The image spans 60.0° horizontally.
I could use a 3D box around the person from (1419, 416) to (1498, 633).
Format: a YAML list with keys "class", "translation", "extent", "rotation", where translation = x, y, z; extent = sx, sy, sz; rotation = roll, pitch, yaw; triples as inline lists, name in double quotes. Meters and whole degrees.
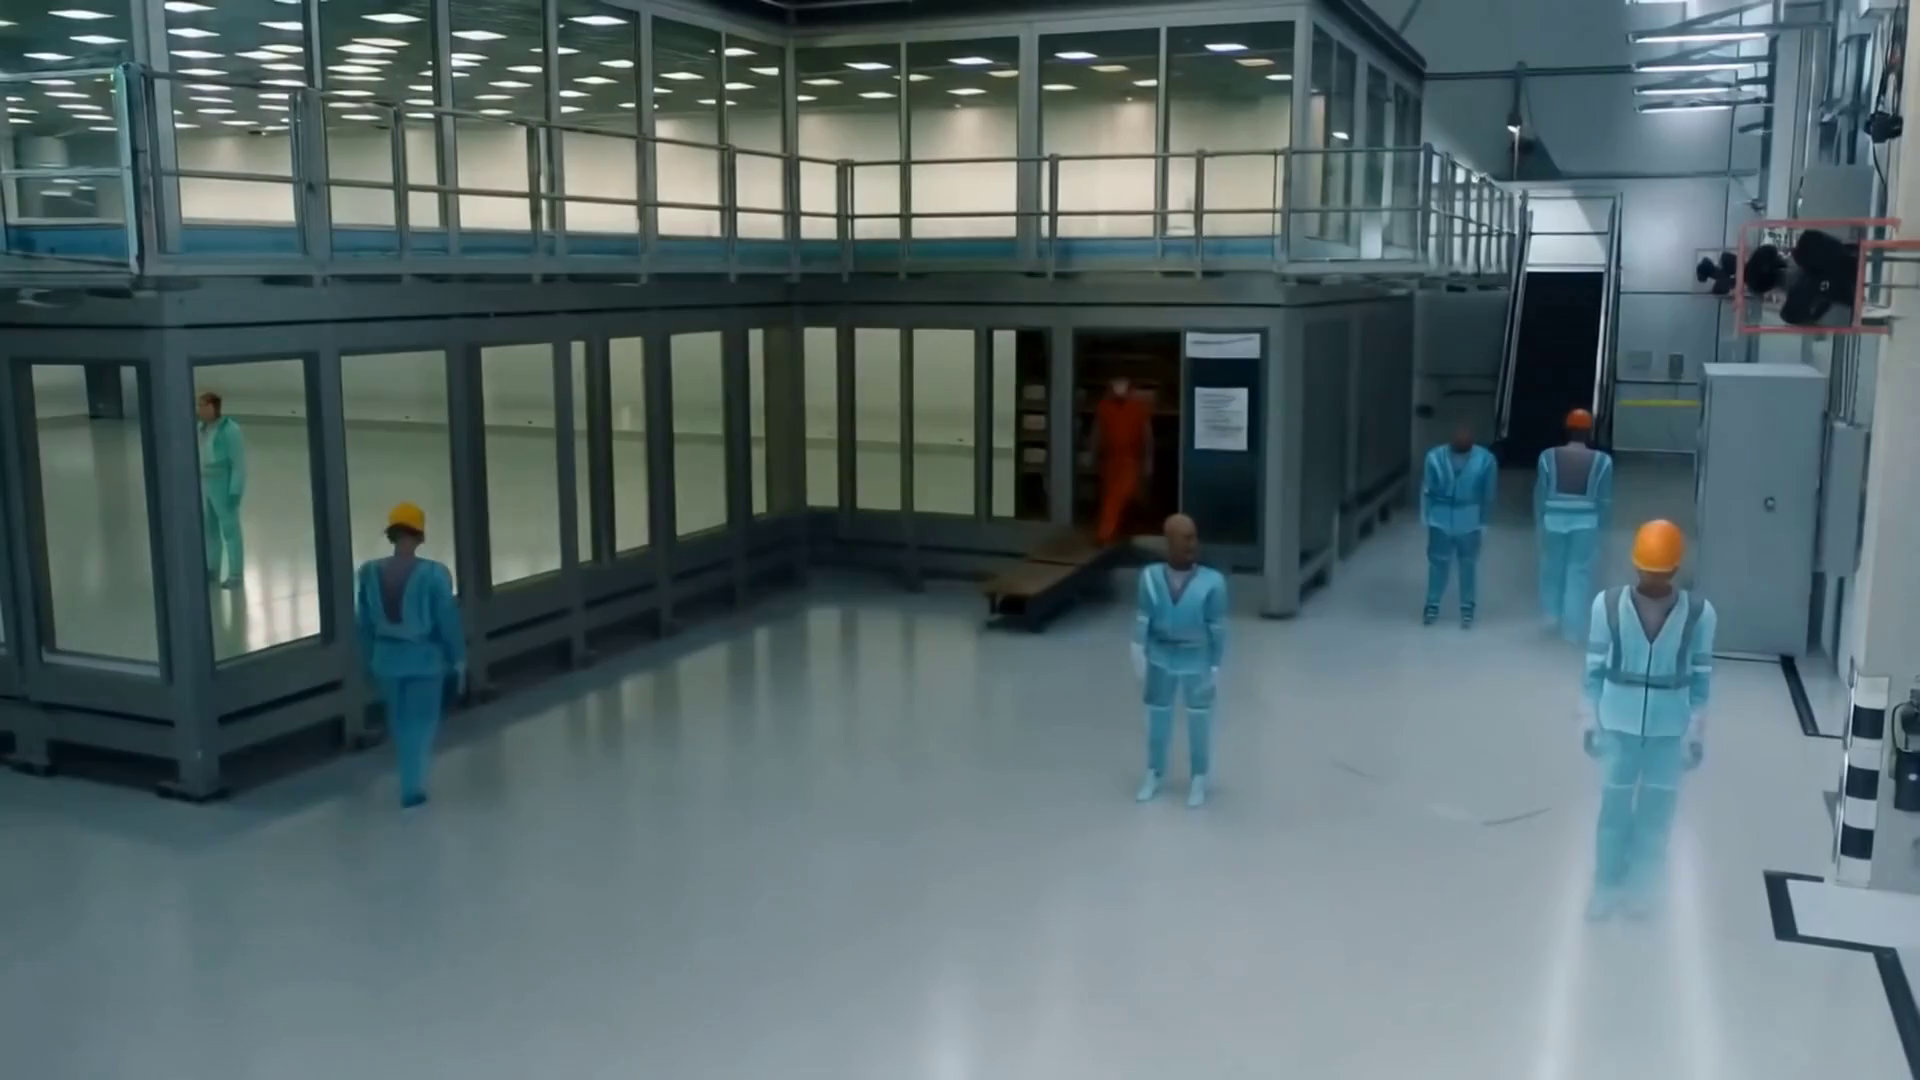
- class: "person"
  translation: [4.201, -0.130, 14.084]
  extent: [0.624, 1.840, 0.429]
  rotation: [4, 10, 22]

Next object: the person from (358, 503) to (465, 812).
- class: "person"
  translation: [-3.150, 0.641, 9.631]
  extent: [0.553, 1.723, 0.870]
  rotation: [-1, 9, -3]

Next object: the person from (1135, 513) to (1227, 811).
- class: "person"
  translation: [1.242, 0.690, 9.458]
  extent: [0.532, 1.696, 0.319]
  rotation: [4, 10, 22]

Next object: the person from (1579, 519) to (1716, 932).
- class: "person"
  translation: [3.176, 0.855, 7.718]
  extent: [0.542, 1.931, 0.366]
  rotation: [4, 10, 22]

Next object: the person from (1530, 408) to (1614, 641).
- class: "person"
  translation: [5.154, -0.156, 13.990]
  extent: [0.650, 1.911, 0.912]
  rotation: [4, 10, 23]
